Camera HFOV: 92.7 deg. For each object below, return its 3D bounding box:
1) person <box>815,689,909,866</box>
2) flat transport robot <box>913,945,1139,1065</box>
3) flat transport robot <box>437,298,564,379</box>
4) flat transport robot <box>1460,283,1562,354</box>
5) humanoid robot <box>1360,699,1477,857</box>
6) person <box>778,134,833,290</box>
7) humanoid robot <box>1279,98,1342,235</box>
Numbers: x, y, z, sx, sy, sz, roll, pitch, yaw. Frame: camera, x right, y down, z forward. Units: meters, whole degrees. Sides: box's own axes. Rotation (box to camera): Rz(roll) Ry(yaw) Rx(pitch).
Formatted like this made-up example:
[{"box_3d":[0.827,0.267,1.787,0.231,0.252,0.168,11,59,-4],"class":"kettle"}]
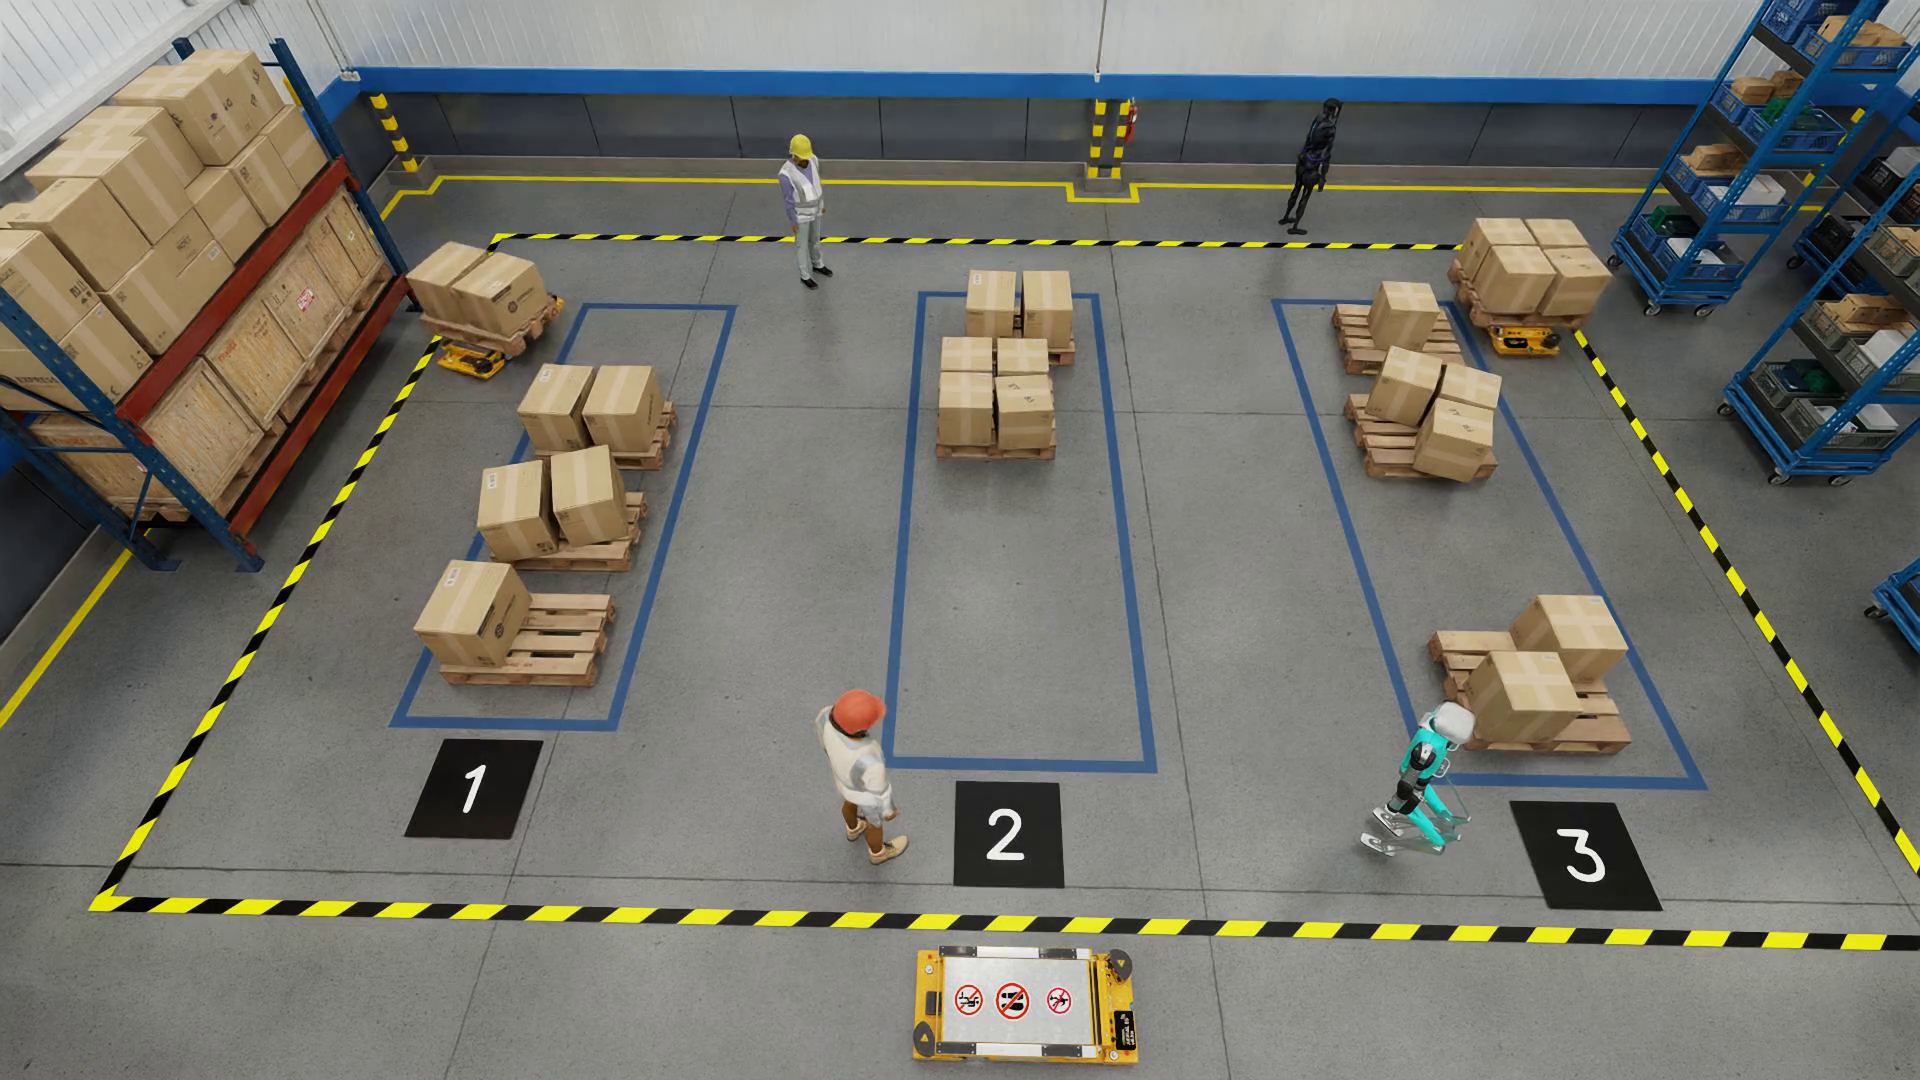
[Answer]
[{"box_3d":[-0.626,1.569,6.064,0.388,2.039,0.613,-36,59,-25],"class":"person"},{"box_3d":[0.422,3.041,6.007,1.431,0.231,0.659,1,51,1],"class":"flat transport robot"},{"box_3d":[-5.227,-2.410,10.433,0.652,0.197,1.431,15,52,12],"class":"flat transport robot"},{"box_3d":[6.384,-2.697,10.666,0.652,0.197,1.431,1,51,1],"class":"flat transport robot"},{"box_3d":[3.164,1.702,6.067,0.735,1.673,0.533,35,59,25],"class":"humanoid robot"},{"box_3d":[-1.759,-3.792,10.575,0.404,1.821,0.588,28,56,21],"class":"person"},{"box_3d":[4.352,-4.632,11.346,0.315,1.653,0.599,-8,51,-6],"class":"humanoid robot"}]
